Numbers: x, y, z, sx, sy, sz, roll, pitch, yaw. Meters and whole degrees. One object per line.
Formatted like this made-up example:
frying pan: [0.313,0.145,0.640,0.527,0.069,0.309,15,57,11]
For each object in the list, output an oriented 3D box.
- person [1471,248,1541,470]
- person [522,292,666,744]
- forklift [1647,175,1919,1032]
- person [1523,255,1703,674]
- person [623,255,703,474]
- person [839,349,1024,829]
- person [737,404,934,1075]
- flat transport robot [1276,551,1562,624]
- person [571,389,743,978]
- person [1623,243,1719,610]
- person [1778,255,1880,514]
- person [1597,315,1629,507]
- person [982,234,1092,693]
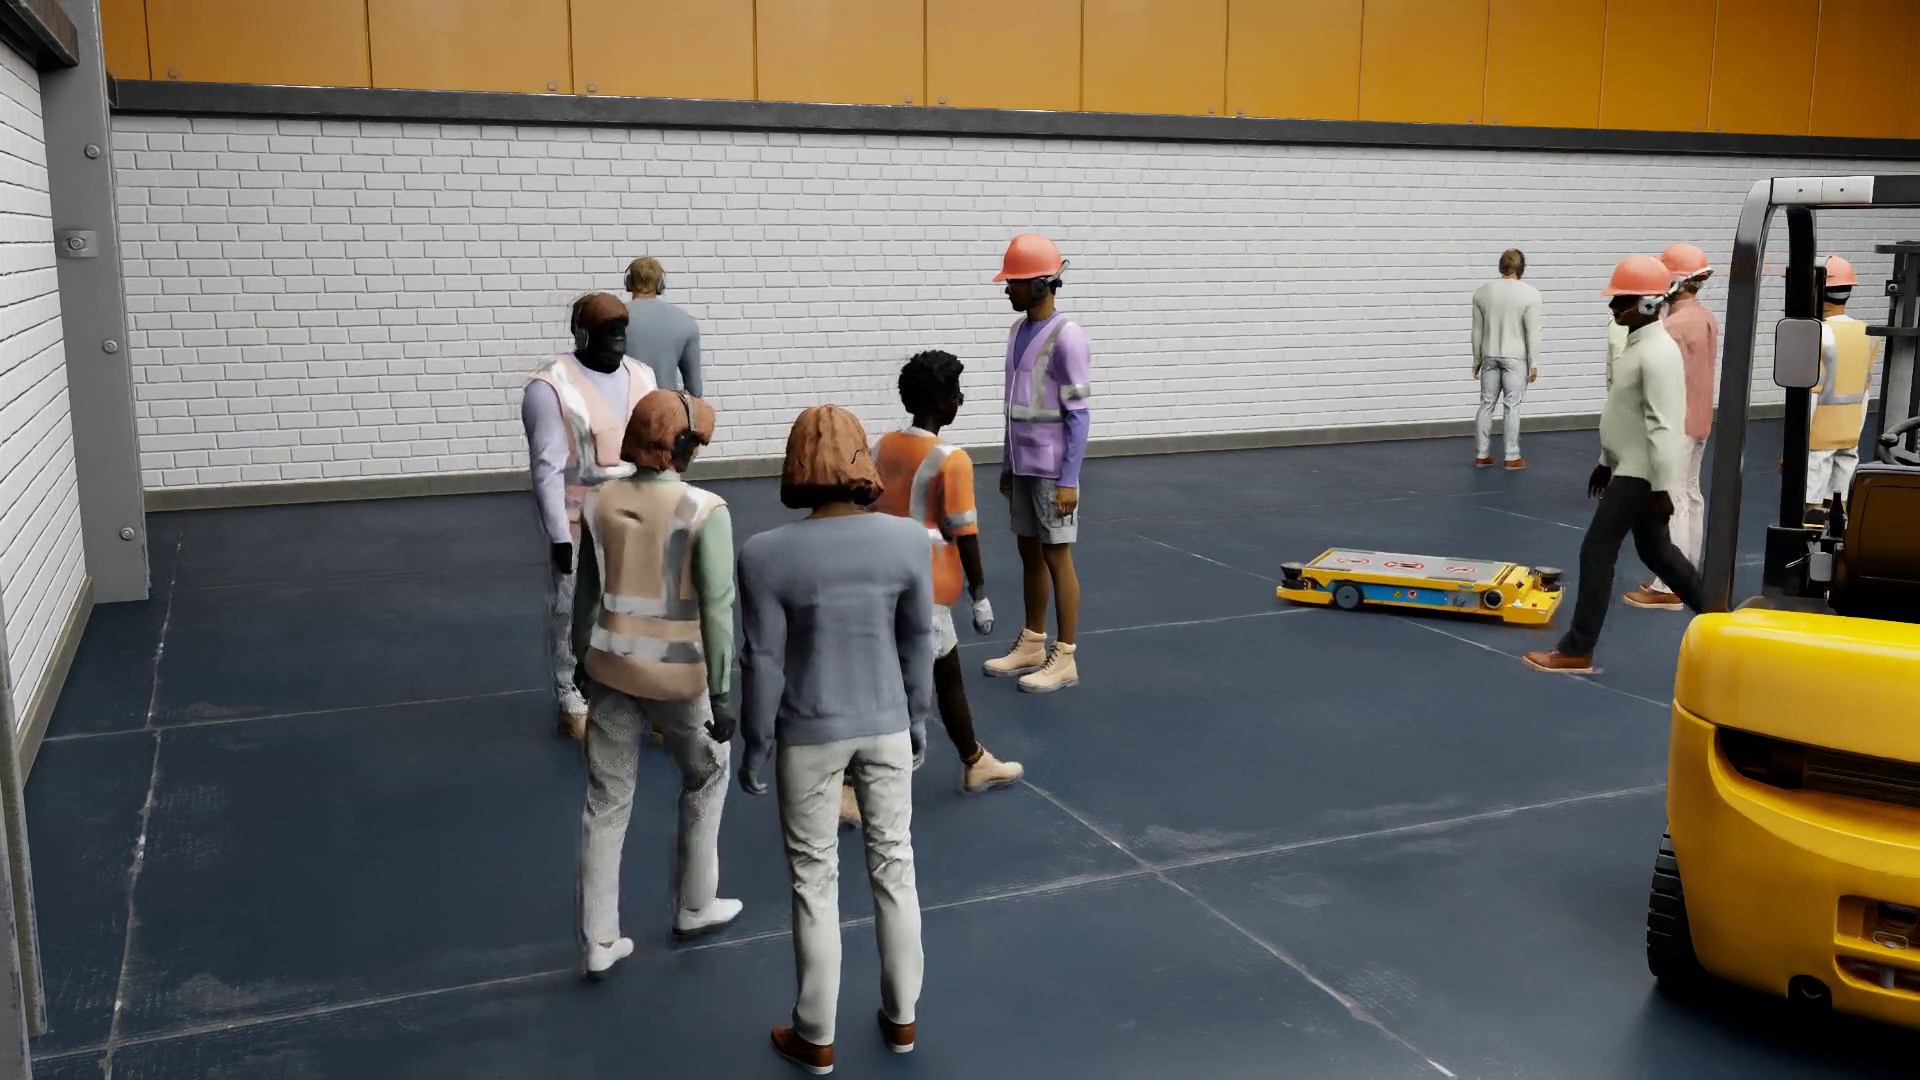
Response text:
person: [4.784,-1.580,14.595,0.631,1.938,0.366,10,14,43]
person: [-1.350,-0.055,6.537,0.835,1.806,0.654,9,14,42]
forklift: [2.810,0.094,4.662,1.214,2.155,2.313,7,12,34]
person: [3.193,-0.328,7.650,0.975,1.958,0.614,3,11,18]
person: [-1.827,-0.692,9.730,0.668,1.924,0.467,-4,11,-20]
person: [-0.153,0.163,5.790,0.904,1.644,0.531,-6,12,-32]
person: [-0.297,0.485,4.051,0.498,1.633,0.282,-5,11,-24]
flat transport robot: [2.533,0.237,9.174,1.431,0.197,0.652,5,11,26]
person: [-0.839,0.381,4.656,0.637,1.605,0.687,5,11,26]
person: [3.909,-0.614,9.107,0.388,1.996,0.612,9,14,41]
person: [4.568,-0.534,8.839,0.548,1.934,0.374,-5,11,-25]
person: [5.019,-1.116,12.367,0.598,1.824,0.403,-9,14,-40]
person: [0.343,-0.335,7.457,0.395,2.039,0.607,-5,11,-25]
